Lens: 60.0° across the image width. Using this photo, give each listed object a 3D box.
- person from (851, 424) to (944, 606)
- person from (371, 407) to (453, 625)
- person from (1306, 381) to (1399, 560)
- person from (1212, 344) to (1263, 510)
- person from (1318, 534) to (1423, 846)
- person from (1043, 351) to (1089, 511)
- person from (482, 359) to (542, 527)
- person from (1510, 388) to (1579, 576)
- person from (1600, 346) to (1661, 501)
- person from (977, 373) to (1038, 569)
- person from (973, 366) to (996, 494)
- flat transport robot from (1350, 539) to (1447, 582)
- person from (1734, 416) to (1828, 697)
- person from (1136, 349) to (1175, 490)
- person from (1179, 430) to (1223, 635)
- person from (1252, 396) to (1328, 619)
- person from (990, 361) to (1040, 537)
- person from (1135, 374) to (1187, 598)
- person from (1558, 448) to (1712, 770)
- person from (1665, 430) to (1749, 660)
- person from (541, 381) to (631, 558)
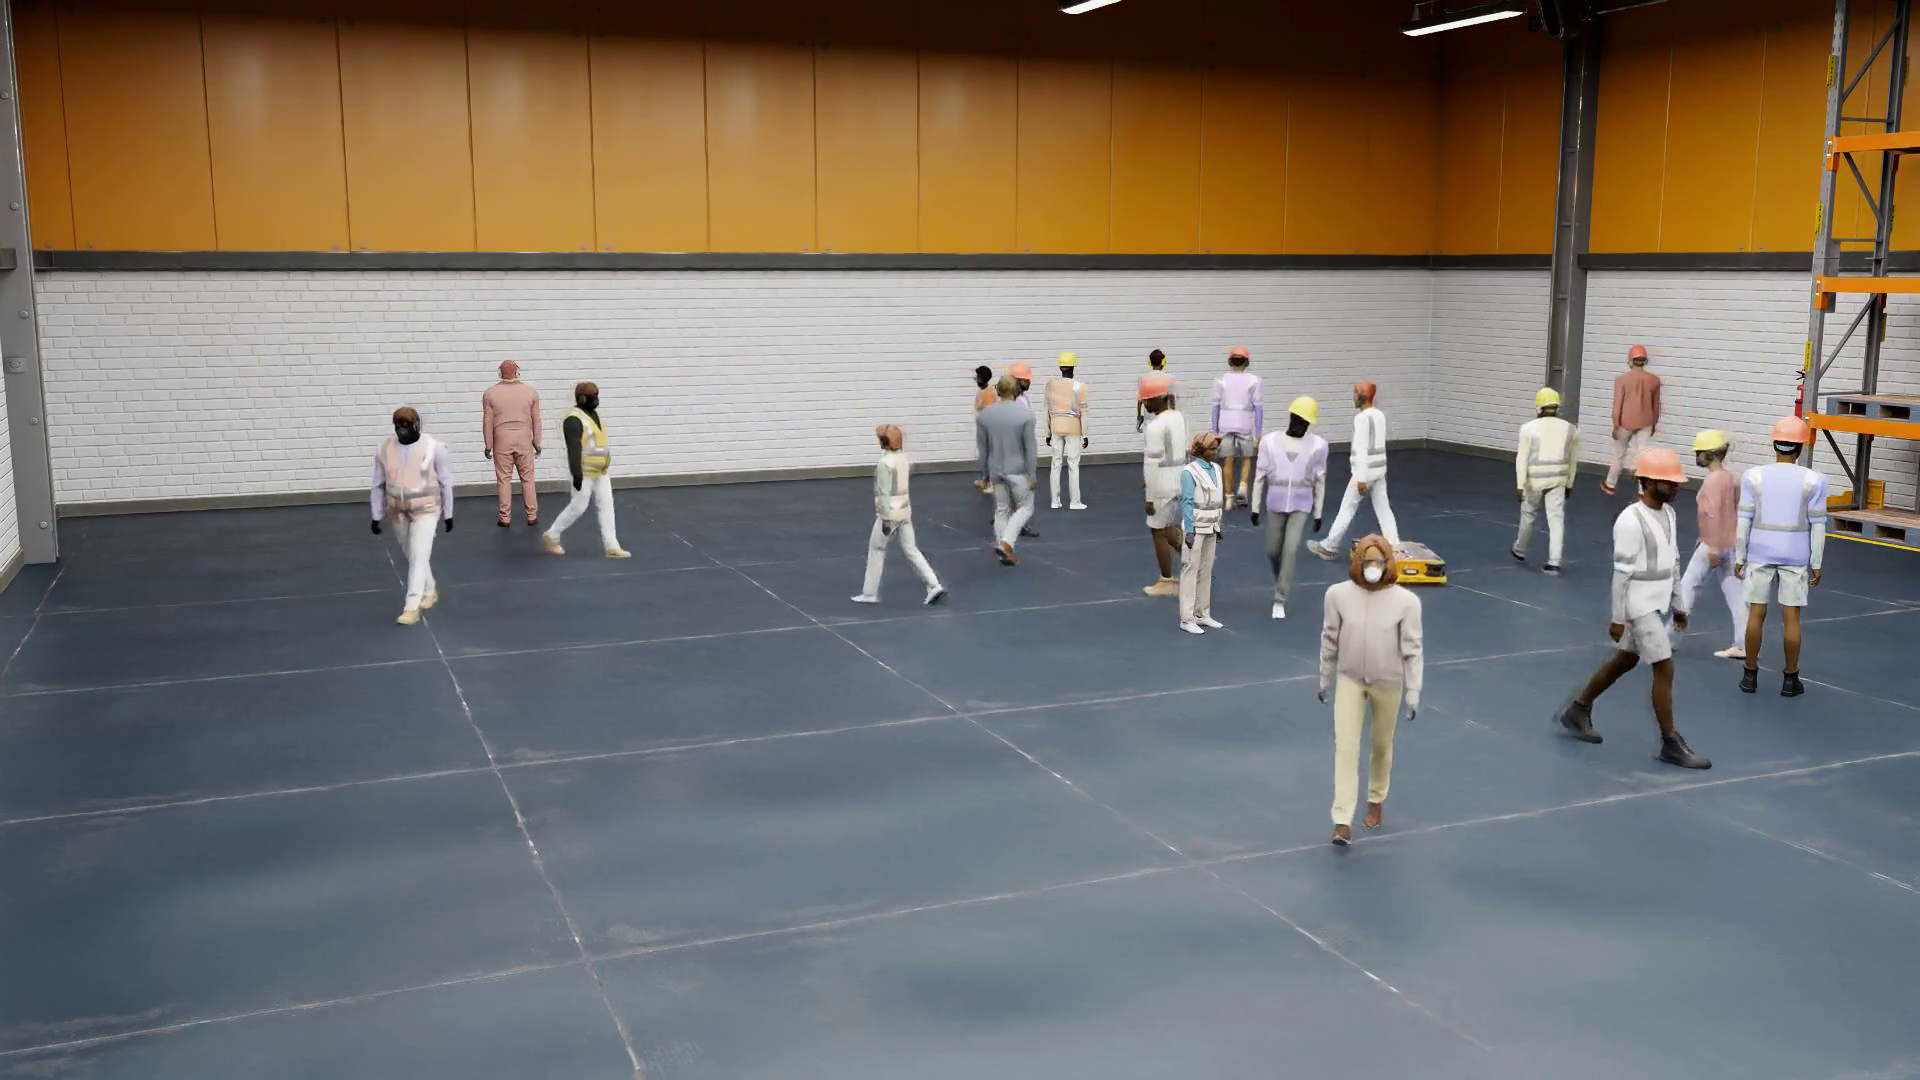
[{"bbox_3d":[-0.530,-0.216,14.471,0.824,1.605,0.531,4,10,25],"label":"person"},{"bbox_3d":[-4.621,-0.235,14.042,0.643,1.793,0.970,1,9,6],"label":"person"},{"bbox_3d":[3.984,-0.667,16.515,1.008,1.825,0.611,8,12,39],"label":"person"},{"bbox_3d":[3.363,-1.368,20.219,0.615,2.018,0.526,2,10,14],"label":"person"},{"bbox_3d":[2.097,0.763,8.531,0.524,1.590,0.833,3,10,20],"label":"person"},{"bbox_3d":[1.293,-1.319,20.165,0.589,1.930,0.360,5,10,26],"label":"person"},{"bbox_3d":[-5.089,-1.099,18.918,0.651,1.904,0.401,-4,10,-21],"label":"person"},{"bbox_3d":[5.654,-0.582,16.133,0.617,1.781,0.946,0,9,-1],"label":"person"},{"bbox_3d":[8.558,-1.494,21.176,0.638,1.942,0.972,0,9,2],"label":"person"},{"bbox_3d":[0.462,-0.654,16.159,0.642,1.920,0.484,6,11,31],"label":"person"},{"bbox_3d":[0.320,-1.462,21.831,0.317,1.671,0.762,-2,10,-13],"label":"person"},{"bbox_3d":[4.209,0.192,16.026,0.652,0.197,1.431,1,9,4],"label":"flat transport robot"},{"bbox_3d":[5.653,0.111,11.482,0.553,1.935,0.363,5,11,29],"label":"person"},{"bbox_3d":[2.591,-1.585,21.978,0.528,1.865,0.313,2,10,11],"label":"person"},{"bbox_3d":[1.957,-0.069,13.478,0.308,1.639,0.510,7,12,38],"label":"person"},{"bbox_3d":[2.815,-0.307,14.190,0.611,1.883,0.759,3,10,15],"label":"person"},{"bbox_3d":[0.623,-0.994,18.263,0.518,1.955,0.544,3,10,19],"label":"person"},{"bbox_3d":[1.819,-0.460,14.701,0.530,2.014,0.654,6,11,33],"label":"person"},{"bbox_3d":[4.097,0.373,10.051,0.972,1.896,0.560,9,13,44],"label":"person"},{"bbox_3d":[5.638,0.031,12.605,0.859,1.722,0.536,9,13,42],"label":"person"},{"bbox_3d":[-3.821,-0.704,16.823,0.879,1.812,0.634,3,10,15],"label":"person"}]
